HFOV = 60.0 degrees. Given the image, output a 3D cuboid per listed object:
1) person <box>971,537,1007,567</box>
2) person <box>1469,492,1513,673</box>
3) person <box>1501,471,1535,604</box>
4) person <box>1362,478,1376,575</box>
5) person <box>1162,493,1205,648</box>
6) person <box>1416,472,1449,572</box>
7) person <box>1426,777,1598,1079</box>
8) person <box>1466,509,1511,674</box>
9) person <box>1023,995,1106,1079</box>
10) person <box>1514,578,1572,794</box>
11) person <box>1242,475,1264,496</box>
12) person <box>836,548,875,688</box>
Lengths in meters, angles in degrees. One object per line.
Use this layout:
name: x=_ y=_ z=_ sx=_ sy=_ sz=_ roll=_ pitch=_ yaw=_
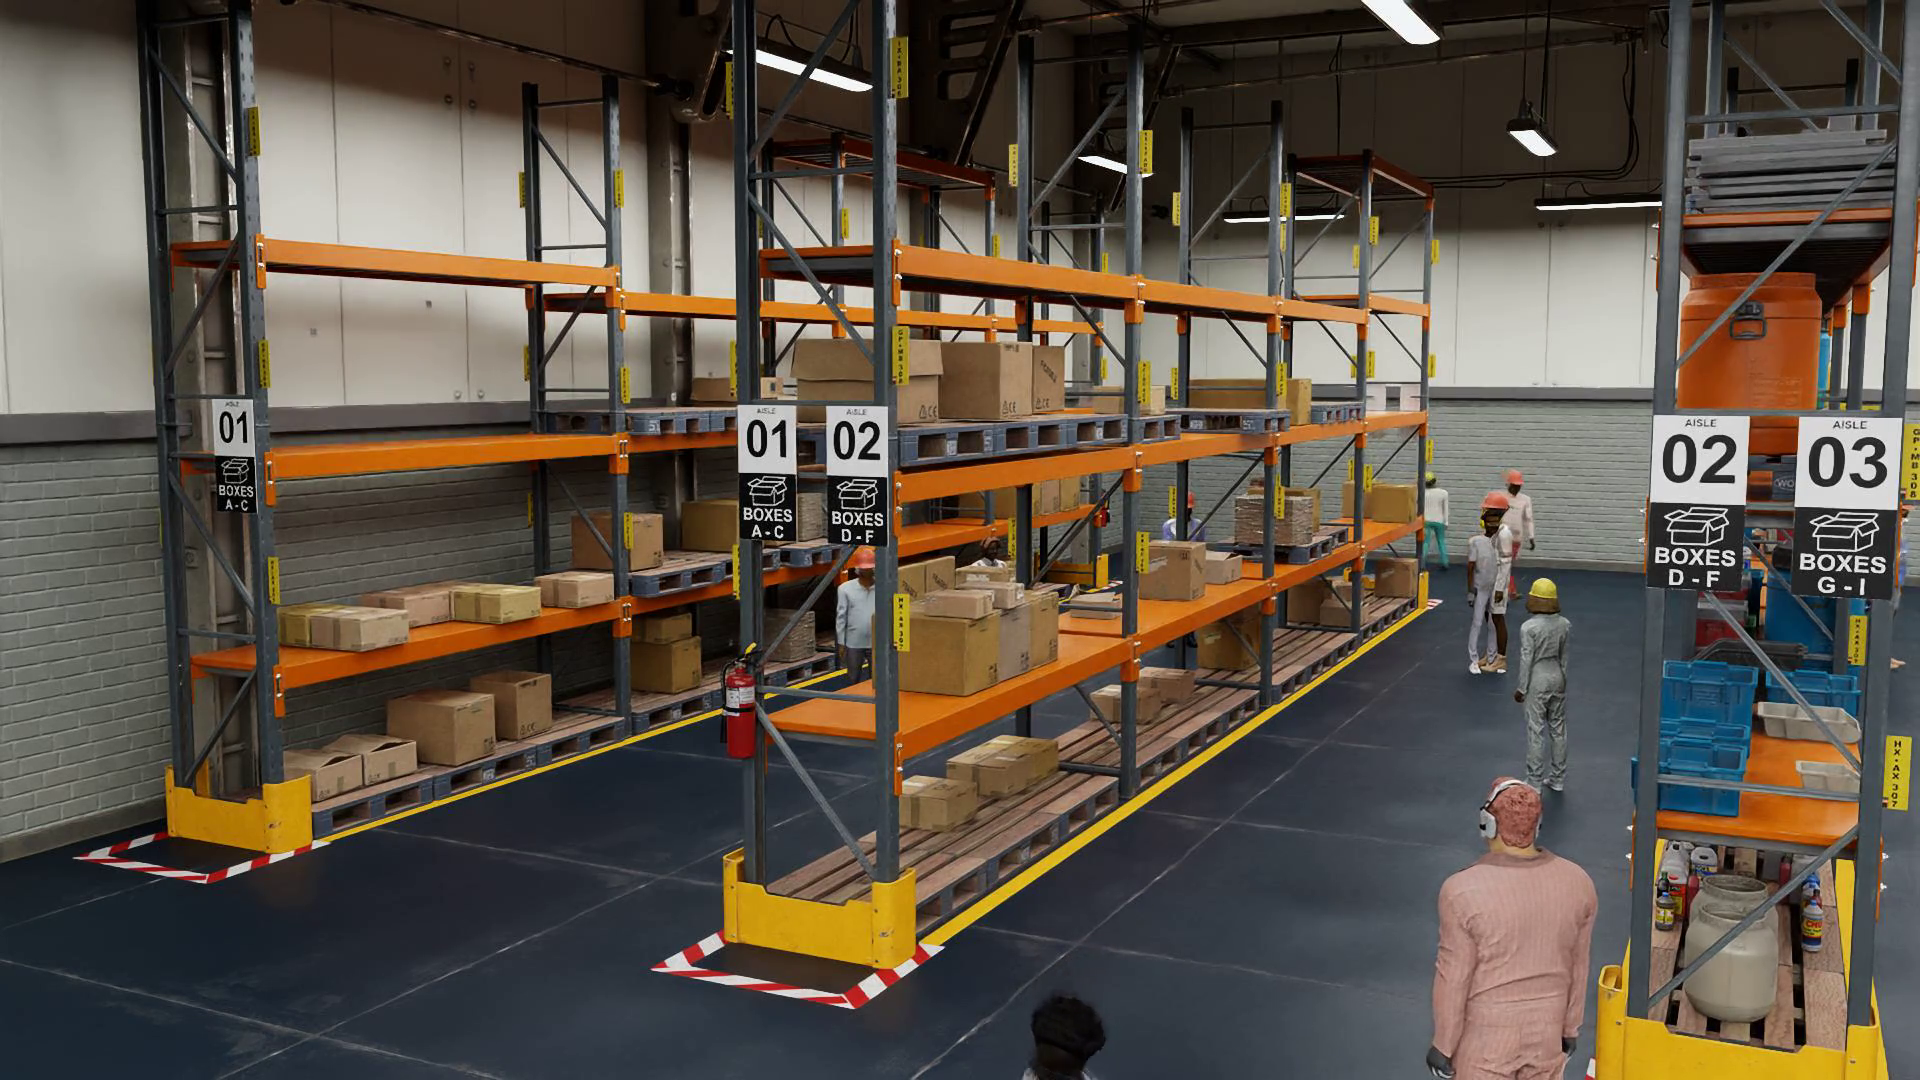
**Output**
person: x=0.305 y=0.777 z=17.857 sx=0.515 sy=1.641 sz=0.314 roll=-5 pitch=8 yaw=-42
person: x=6.017 y=0.481 z=18.804 sx=0.374 sy=2.043 sz=0.611 roll=0 pitch=6 yaw=-2
person: x=8.086 y=-0.034 z=24.304 sx=0.630 sy=1.929 sz=1.066 roll=-1 pitch=6 yaw=-7
person: x=6.529 y=-0.178 z=26.701 sx=0.324 sy=1.737 sz=0.487 roll=2 pitch=6 yaw=18
person: x=2.754 y=0.368 z=20.407 sx=0.552 sy=1.935 sz=0.374 roll=-1 pitch=6 yaw=-9
person: x=7.970 y=-0.296 z=28.020 sx=0.579 sy=1.708 sz=0.589 roll=1 pitch=6 yaw=11
person: x=2.047 y=1.837 z=6.267 sx=0.643 sy=1.909 sz=0.410 roll=-2 pitch=6 yaw=-16
person: x=5.949 y=0.576 z=18.707 sx=0.513 sy=1.872 sz=0.328 roll=-1 pitch=6 yaw=-11
person: x=0.338 y=2.098 z=4.848 sx=0.403 sy=1.662 sz=0.575 roll=-3 pitch=6 yaw=-25
person: x=4.710 y=1.177 z=13.474 sx=0.483 sy=1.745 sz=0.299 roll=-2 pitch=6 yaw=-21
person: x=4.618 y=-0.112 z=25.676 sx=0.580 sy=1.816 sz=0.569 roll=4 pitch=7 yaw=33
person: x=-0.883 y=0.944 z=15.690 sx=0.570 sy=1.749 sz=0.342 roll=-1 pitch=6 yaw=-13
